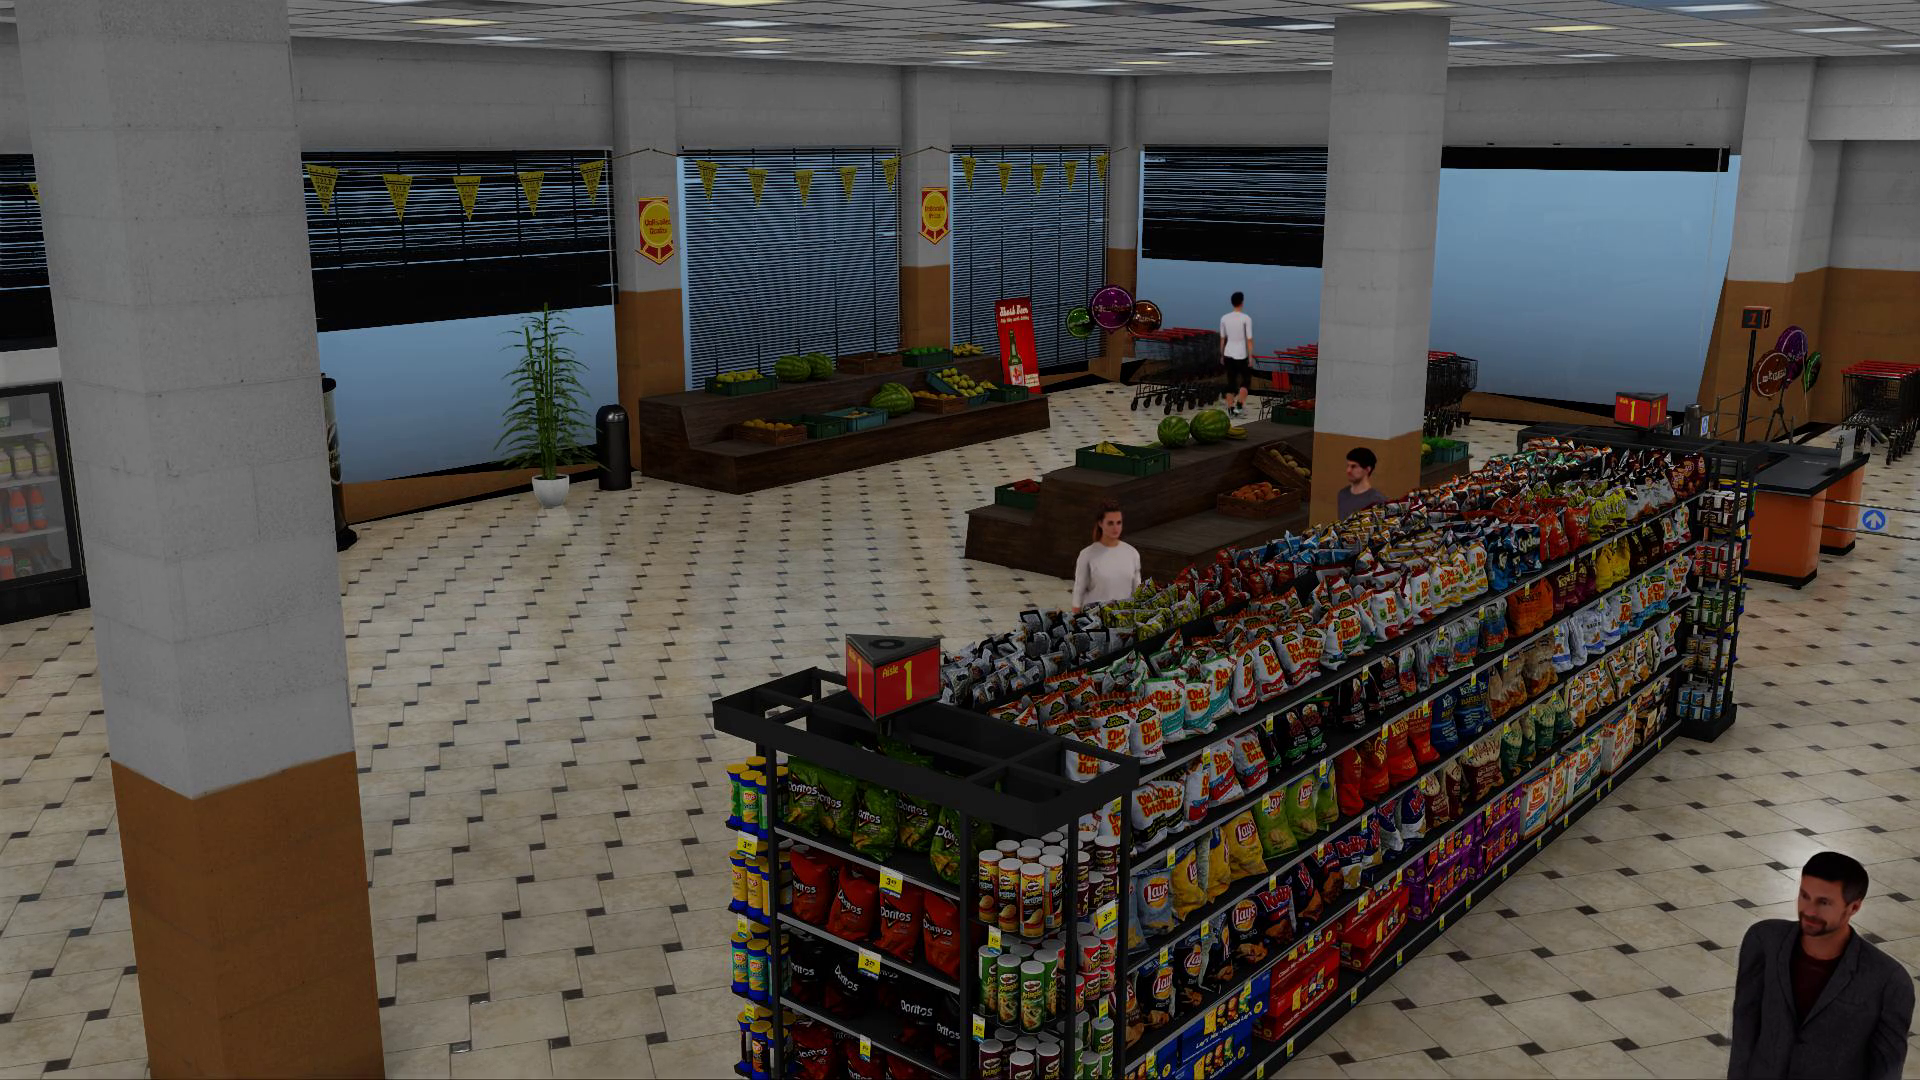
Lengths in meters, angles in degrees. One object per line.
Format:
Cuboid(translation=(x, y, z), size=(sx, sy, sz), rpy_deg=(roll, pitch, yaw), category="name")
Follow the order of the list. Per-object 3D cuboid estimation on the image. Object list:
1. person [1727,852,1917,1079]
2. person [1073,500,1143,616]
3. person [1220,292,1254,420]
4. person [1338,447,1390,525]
Cuboid(translation=(2.741, 1.876, 5.417), size=(0.633, 1.872, 0.705), rpy_deg=(-12, 18, -41), category="person")
Cuboid(translation=(0.950, 0.581, 11.169), size=(1.126, 1.676, 1.051), rpy_deg=(-5, 14, -19), category="person")
Cuboid(translation=(3.998, -2.676, 24.245), size=(0.724, 1.843, 0.667), rpy_deg=(8, 16, 31), category="person")
Cuboid(translation=(2.988, 0.230, 12.276), size=(0.897, 1.837, 0.814), rpy_deg=(-9, 16, -33), category="person")
